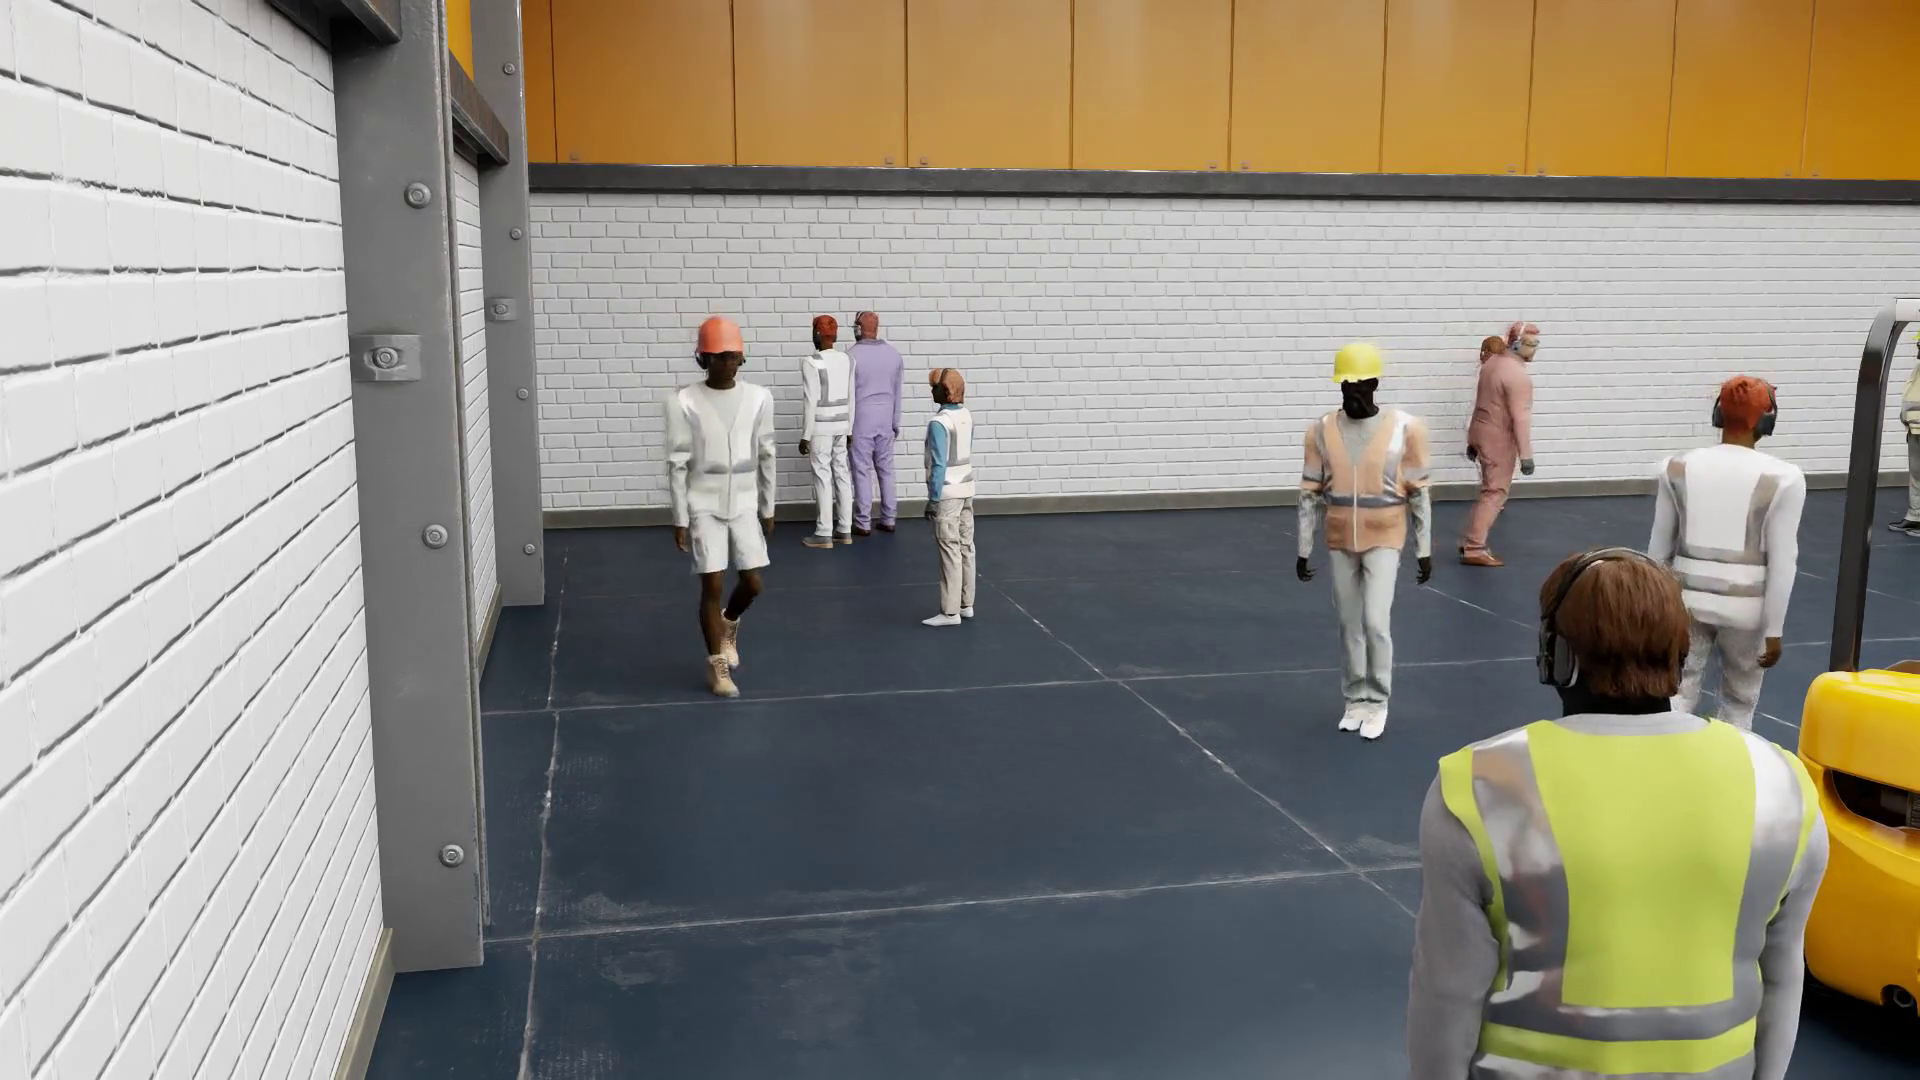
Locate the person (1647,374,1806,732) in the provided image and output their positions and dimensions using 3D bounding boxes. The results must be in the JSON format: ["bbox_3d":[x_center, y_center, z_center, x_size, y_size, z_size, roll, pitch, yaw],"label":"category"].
[{"bbox_3d":[2.947,0.281,6.530,0.815,1.861,0.579,-9,13,-43],"label":"person"}]

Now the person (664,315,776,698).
[{"bbox_3d":[-1.271,-0.181,8.844,0.618,2.030,0.578,-4,10,-26],"label":"person"}]

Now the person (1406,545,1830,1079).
[{"bbox_3d":[1.012,0.919,2.684,0.627,1.843,0.429,0,9,-2],"label":"person"}]

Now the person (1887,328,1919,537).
[{"bbox_3d":[8.174,-0.945,14.071,0.404,1.830,0.603,1,9,6],"label":"person"}]

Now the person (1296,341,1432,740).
[{"bbox_3d":[1.932,0.009,7.992,0.642,1.912,0.568,6,11,31],"label":"person"}]

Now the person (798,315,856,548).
[{"bbox_3d":[-1.080,-0.878,13.502,0.341,1.882,0.587,7,12,38],"label":"person"}]

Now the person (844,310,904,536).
[{"bbox_3d":[-0.783,-0.989,14.123,0.651,1.904,0.403,-8,12,-40],"label":"person"}]

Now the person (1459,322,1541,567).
[{"bbox_3d":[4.062,-0.704,12.511,0.493,1.863,0.684,0,9,0],"label":"person"}]

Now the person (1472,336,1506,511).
[{"bbox_3d":[4.953,-1.073,15.456,0.285,1.631,0.501,6,11,31],"label":"person"}]

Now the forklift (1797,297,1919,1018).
[{"bbox_3d":[3.542,0.334,5.177,2.313,2.155,1.214,-9,13,-43],"label":"forklift"}]

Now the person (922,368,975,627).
[{"bbox_3d":[-0.065,-0.269,10.531,0.312,1.642,0.512,4,10,25],"label":"person"}]
